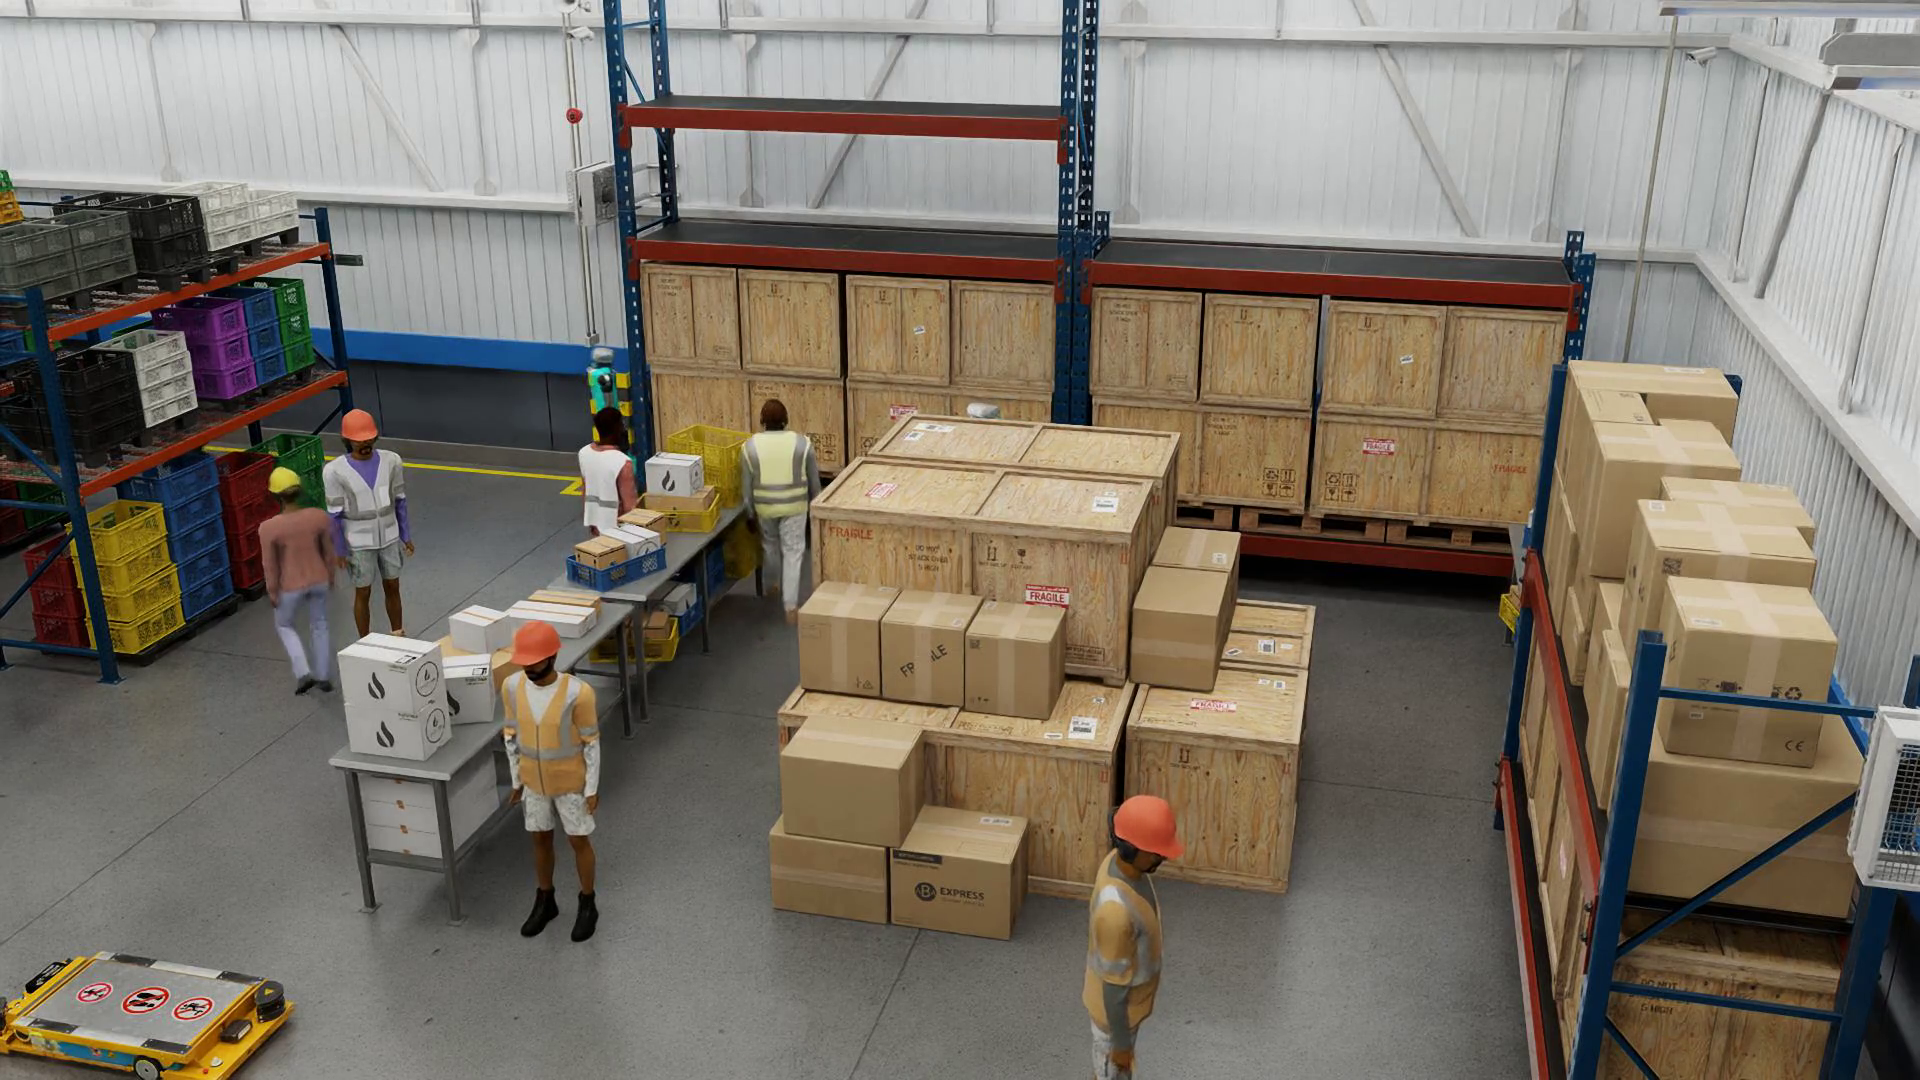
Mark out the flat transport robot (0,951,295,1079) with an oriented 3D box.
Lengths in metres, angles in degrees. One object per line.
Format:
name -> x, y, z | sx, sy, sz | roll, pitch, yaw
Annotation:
flat transport robot -> -4.270, 2.464, 8.601 | 1.431, 0.231, 0.659 | 5, 22, 13

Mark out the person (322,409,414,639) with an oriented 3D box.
person -> -4.431, -0.004, 12.575 | 0.606, 2.044, 0.373 | -18, 27, -39

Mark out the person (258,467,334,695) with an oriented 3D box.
person -> -4.823, 0.306, 12.162 | 0.535, 1.756, 0.362 | -17, 27, -38

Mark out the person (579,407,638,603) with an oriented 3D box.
person -> -2.722, -0.104, 13.008 | 0.589, 1.916, 0.384 | 17, 27, 38

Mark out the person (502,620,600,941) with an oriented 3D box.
person -> -2.256, 1.333, 9.220 | 0.545, 1.938, 0.375 | 5, 21, 12

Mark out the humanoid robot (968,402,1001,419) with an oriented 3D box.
humanoid robot -> 0.390, -0.380, 14.000 | 0.539, 1.769, 0.952 | 16, 26, 36

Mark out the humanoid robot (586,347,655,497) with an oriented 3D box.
humanoid robot -> -3.017, -0.920, 15.477 | 0.790, 1.839, 0.530 | -9, 23, -23

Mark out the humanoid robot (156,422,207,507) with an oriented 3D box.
humanoid robot -> -7.132, -0.815, 15.254 | 0.590, 1.631, 0.758 | 10, 23, 25

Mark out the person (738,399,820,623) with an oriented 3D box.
person -> -1.461, -0.287, 13.657 | 0.632, 1.800, 0.876 | 0, 21, 1

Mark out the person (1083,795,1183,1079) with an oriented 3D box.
person -> 0.741, 2.023, 7.287 | 0.394, 2.033, 0.604 | 4, 21, 10
